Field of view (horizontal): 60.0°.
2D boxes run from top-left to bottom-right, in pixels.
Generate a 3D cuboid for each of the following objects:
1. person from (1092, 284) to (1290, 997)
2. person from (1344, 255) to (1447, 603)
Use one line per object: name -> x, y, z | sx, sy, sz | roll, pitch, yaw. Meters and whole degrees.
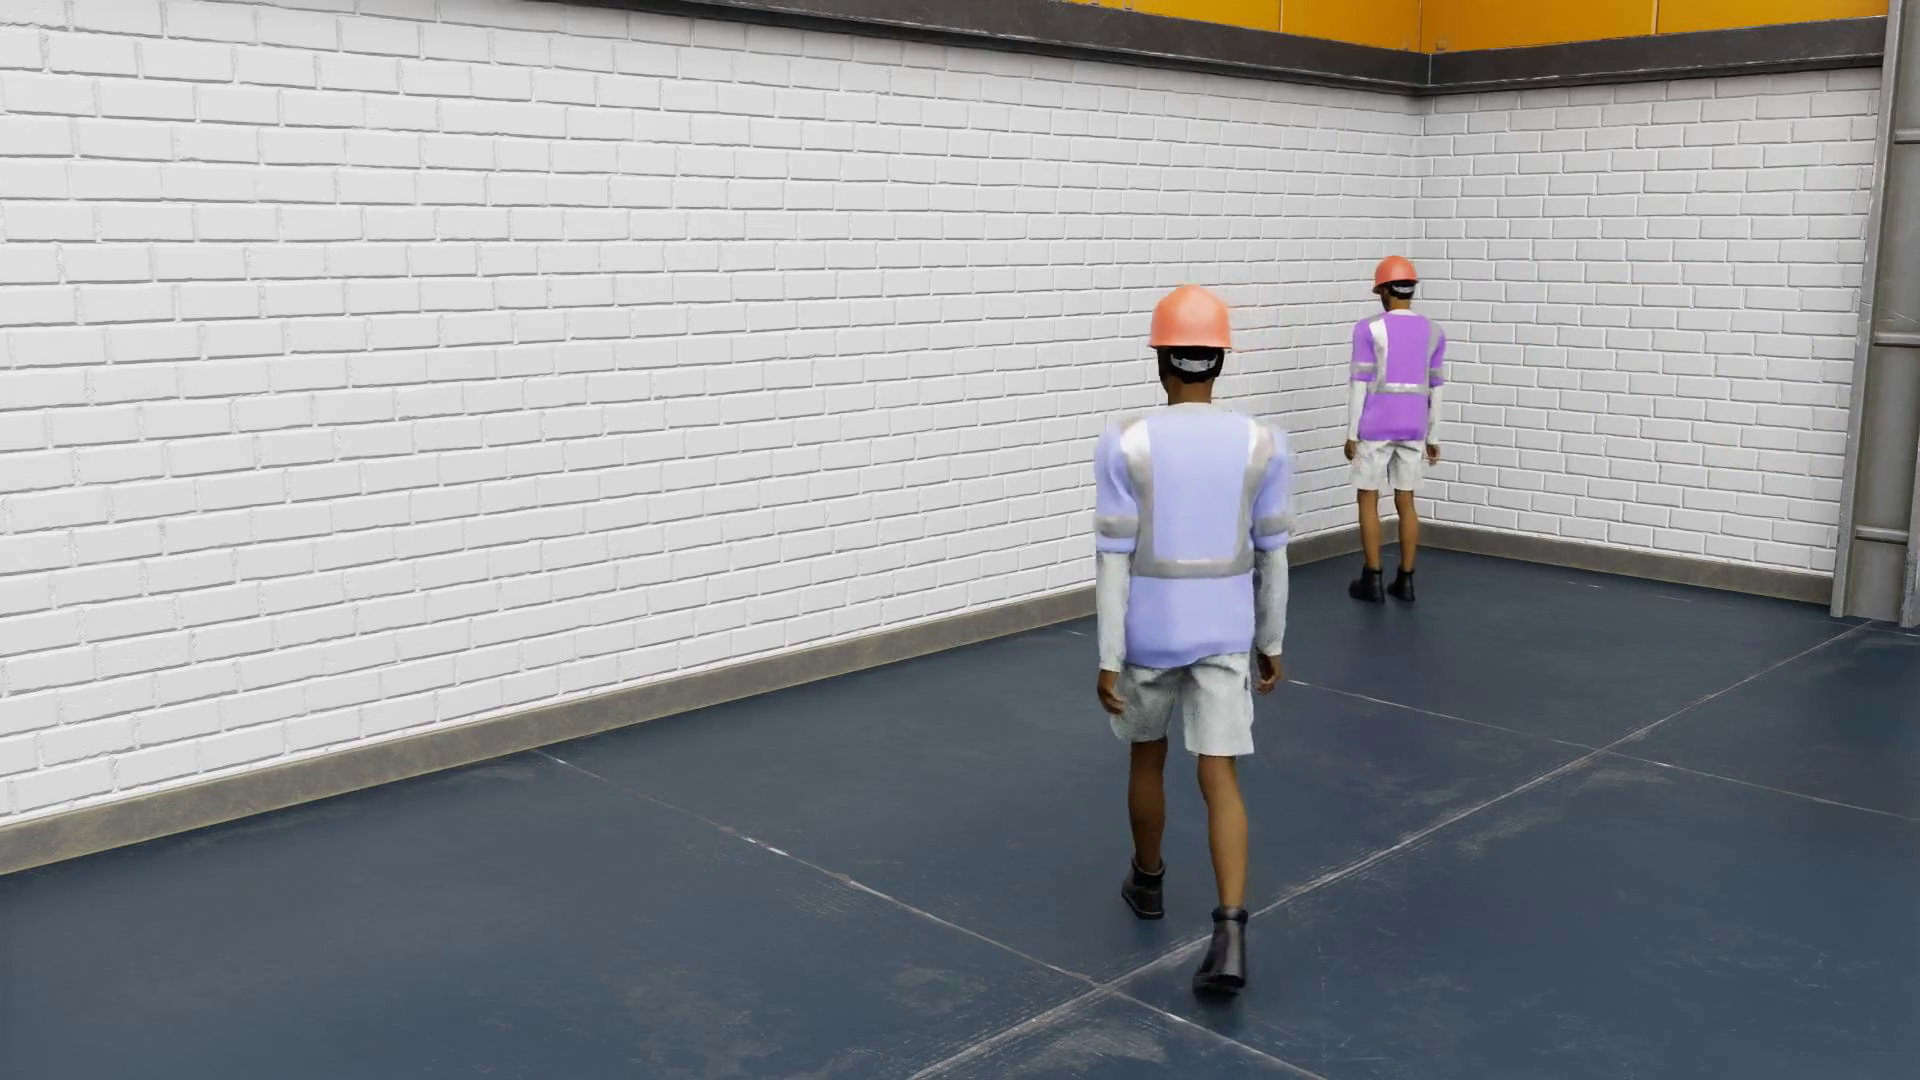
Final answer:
person -> 0.638, 0.256, 4.554 | 0.558, 1.900, 0.966 | -1, 10, -4
person -> 2.401, -0.610, 9.220 | 0.564, 1.908, 0.458 | -2, 11, -11
